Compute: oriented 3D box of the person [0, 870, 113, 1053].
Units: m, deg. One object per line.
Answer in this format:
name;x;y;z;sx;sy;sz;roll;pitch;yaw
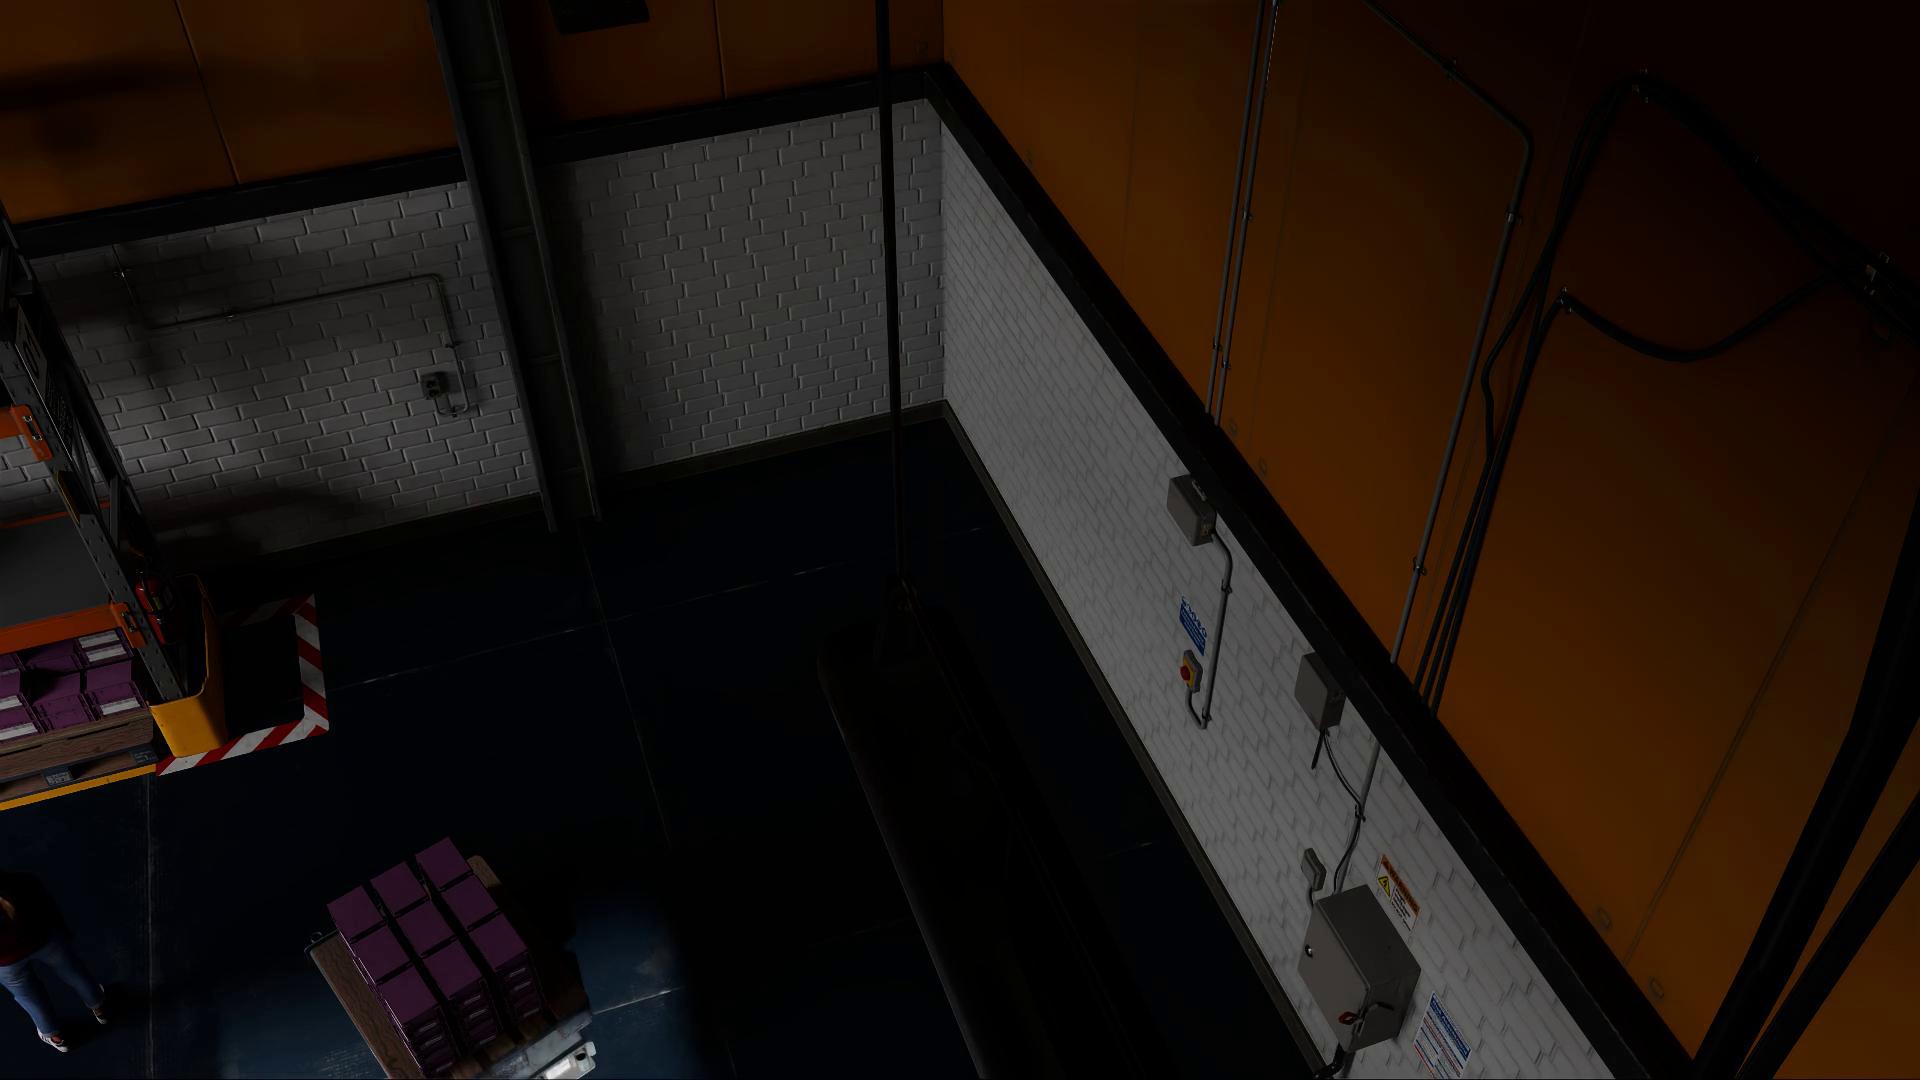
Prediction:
person;-4.913;2.131;8.727;0.604;1.633;0.739;-34;53;-30
